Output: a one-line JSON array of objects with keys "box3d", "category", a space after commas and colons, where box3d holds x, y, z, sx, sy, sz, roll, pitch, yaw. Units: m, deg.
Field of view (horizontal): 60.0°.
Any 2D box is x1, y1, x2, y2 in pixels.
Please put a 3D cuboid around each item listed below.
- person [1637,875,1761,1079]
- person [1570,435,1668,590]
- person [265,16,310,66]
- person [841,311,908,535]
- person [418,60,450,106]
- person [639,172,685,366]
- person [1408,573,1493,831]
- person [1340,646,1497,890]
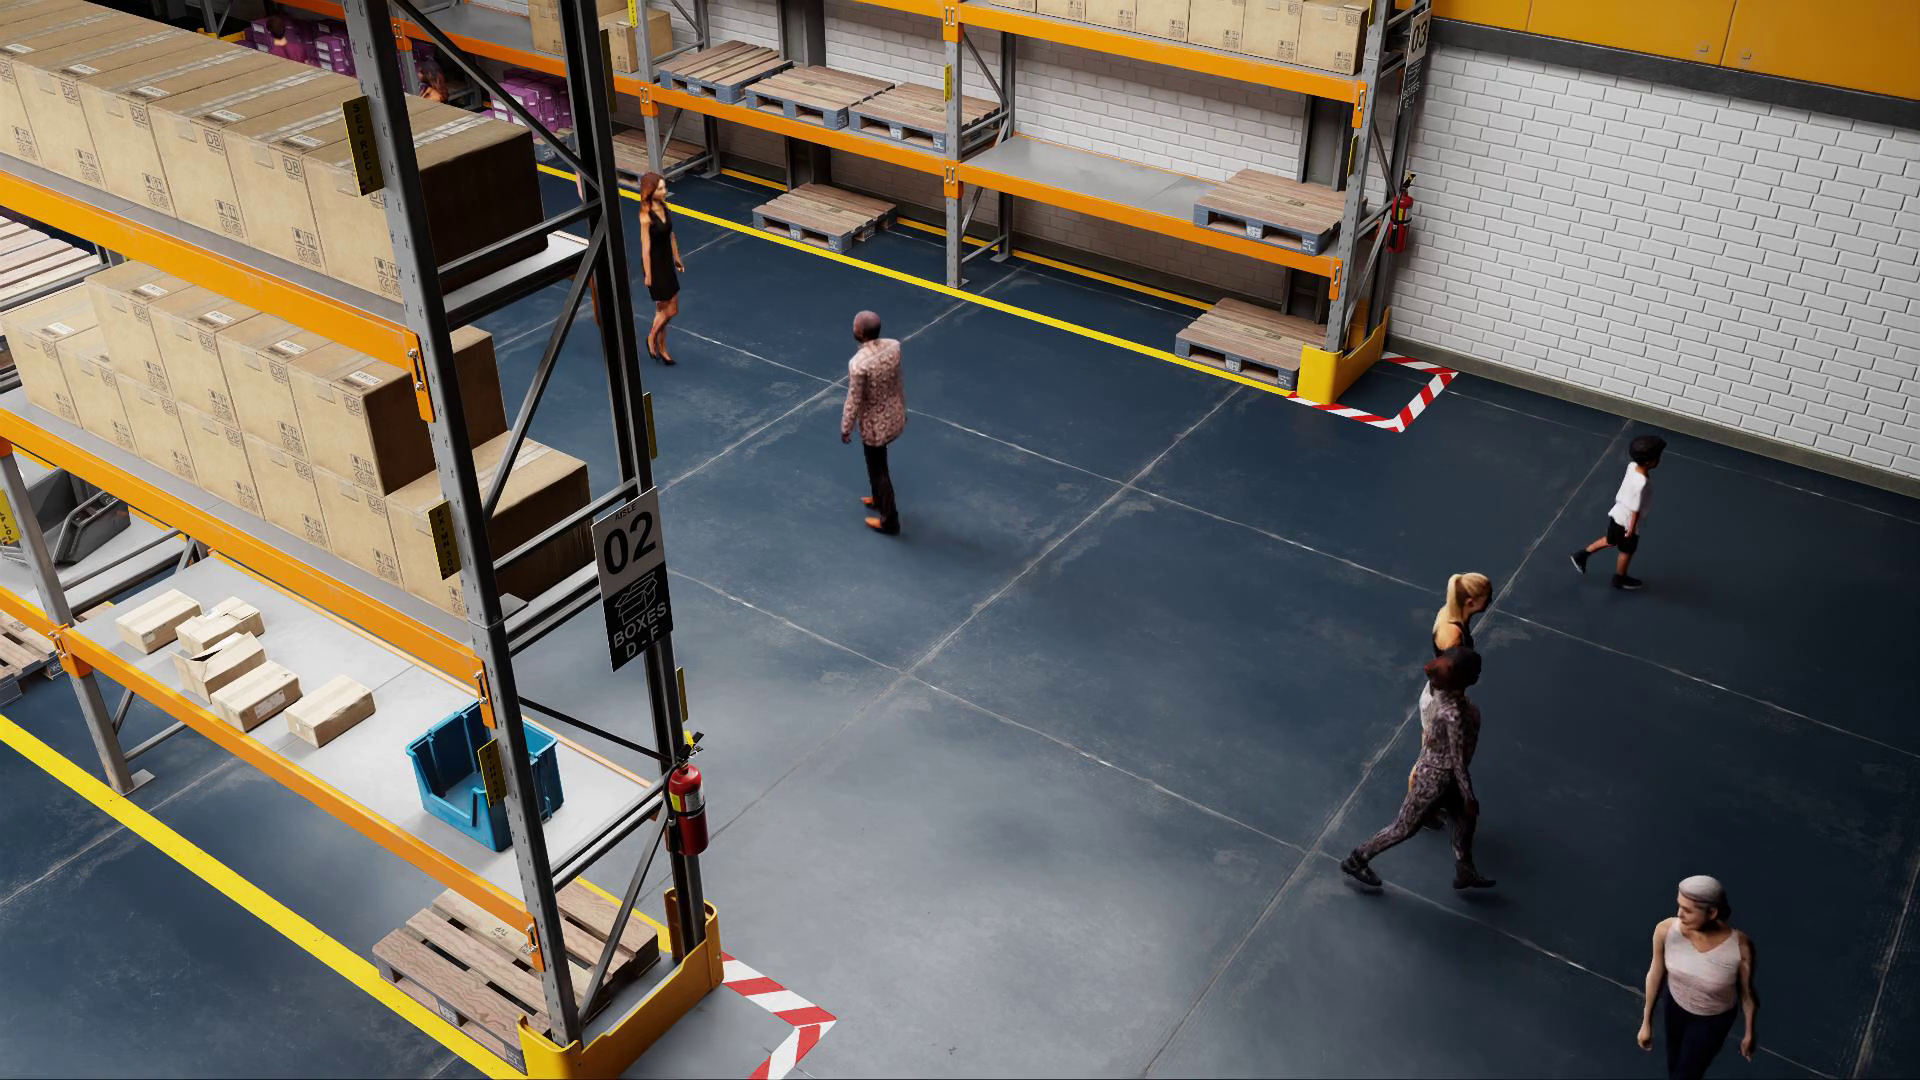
[{"box3d": [3.503, 2.232, 7.865, 0.730, 1.662, 0.827, 18, 38, 25], "category": "person"}, {"box3d": [4.717, -0.191, 11.886, 0.832, 1.246, 0.706, 2, 34, 3], "category": "person"}, {"box3d": [-7.294, -4.831, 18.338, 1.028, 1.832, 0.782, 28, 43, 36], "category": "person"}, {"box3d": [-0.538, -0.844, 12.377, 0.735, 1.790, 0.716, 22, 40, 30], "category": "person"}, {"box3d": [-5.448, -4.175, 17.452, 0.838, 1.719, 0.741, -11, 35, -16], "category": "person"}, {"box3d": [-2.723, -2.367, 14.635, 0.730, 1.828, 0.697, 7, 34, 11], "category": "person"}, {"box3d": [2.730, 0.929, 9.670, 0.662, 1.834, 0.677, 12, 35, 17], "category": "person"}, {"box3d": [2.565, 1.323, 9.224, 1.173, 1.671, 0.827, 11, 35, 15], "category": "person"}]
